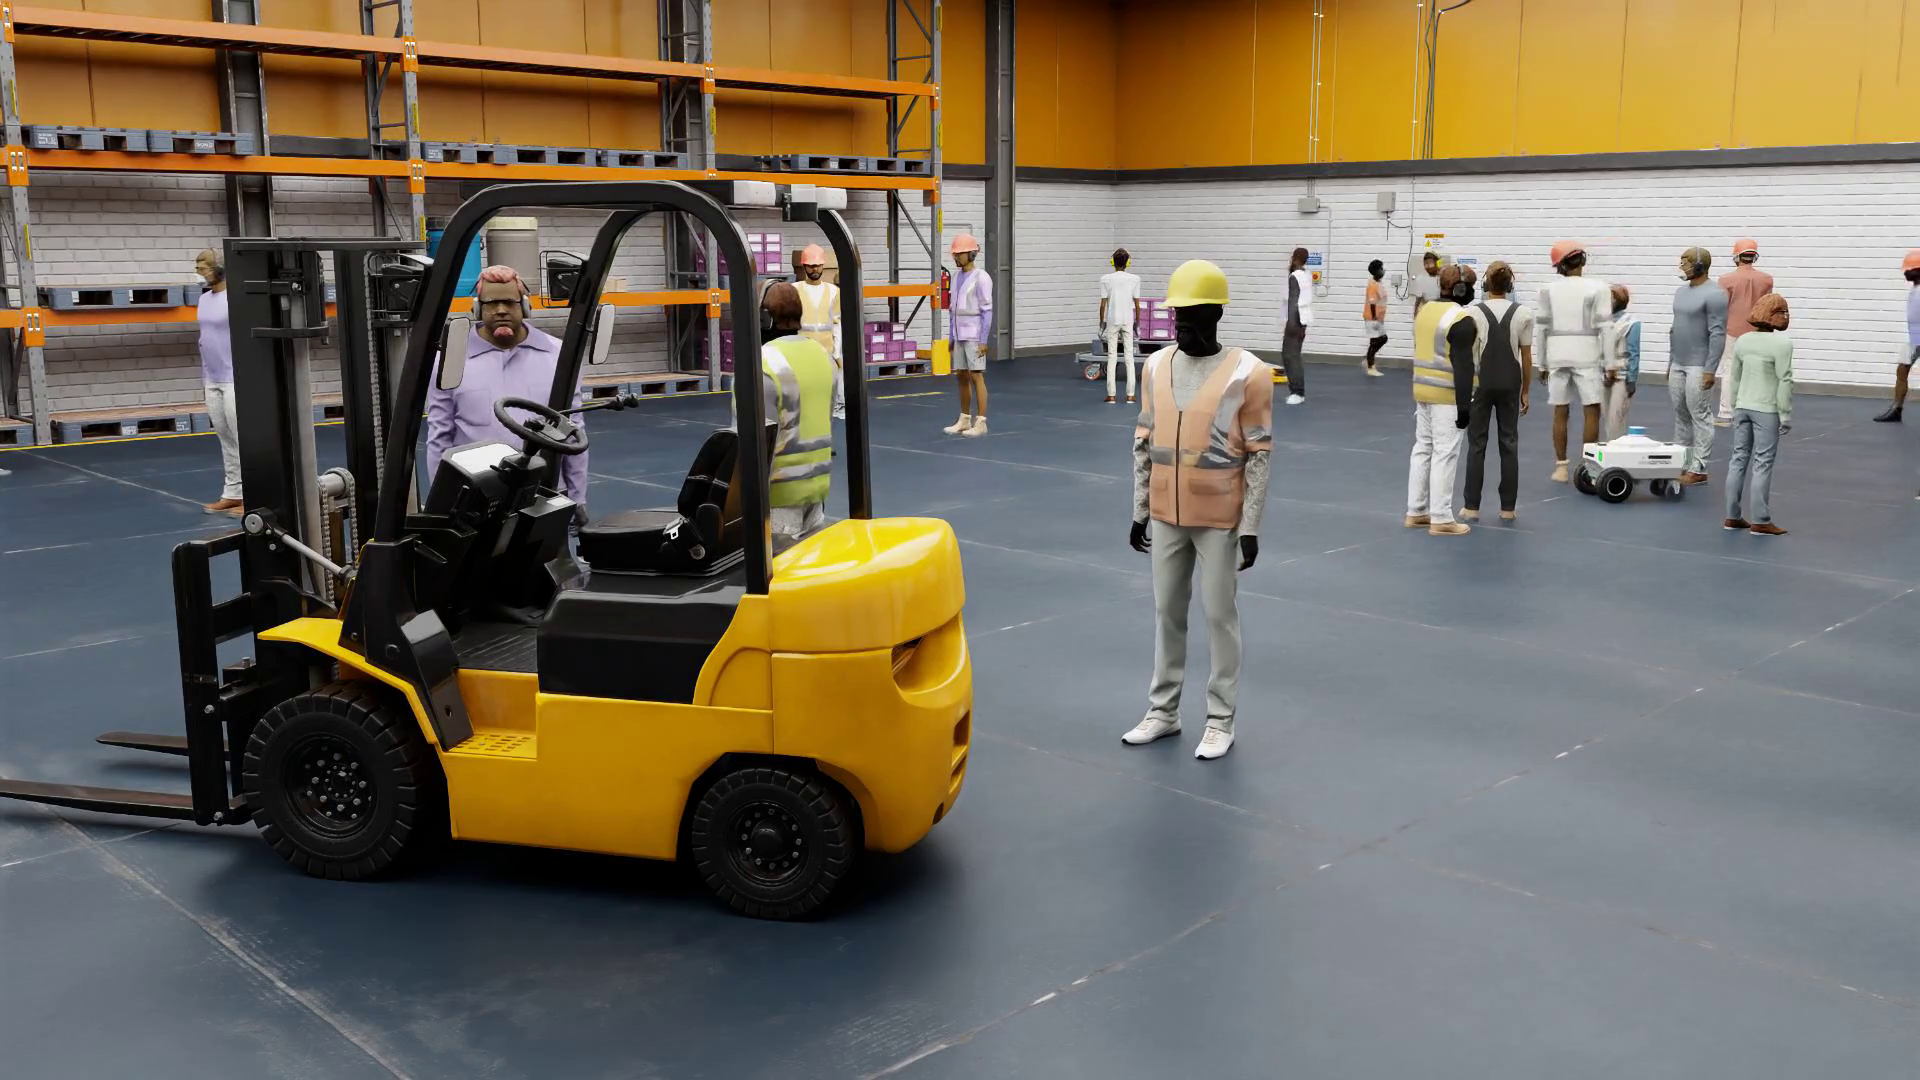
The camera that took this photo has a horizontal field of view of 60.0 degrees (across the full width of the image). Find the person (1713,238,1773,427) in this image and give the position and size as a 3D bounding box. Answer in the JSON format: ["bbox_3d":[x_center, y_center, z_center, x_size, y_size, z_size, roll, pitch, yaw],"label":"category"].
[{"bbox_3d":[8.264,-2.194,17.632,0.623,1.992,0.396,-1,10,-4],"label":"person"}]

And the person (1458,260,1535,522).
[{"bbox_3d":[3.768,-1.042,11.757,0.504,1.847,0.345,2,11,9],"label":"person"}]

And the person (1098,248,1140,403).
[{"bbox_3d":[1.923,-2.584,20.102,0.512,1.872,0.330,0,10,1],"label":"person"}]

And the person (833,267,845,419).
[{"bbox_3d":[-1.264,-2.217,18.451,0.312,1.741,0.487,-4,11,-19],"label":"person"}]

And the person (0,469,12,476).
[{"bbox_3d":[-8.301,-1.424,13.838,0.566,1.846,0.387,2,11,11],"label":"person"}]

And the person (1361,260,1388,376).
[{"bbox_3d":[5.956,-3.178,23.926,0.375,1.673,0.591,6,12,31],"label":"person"}]

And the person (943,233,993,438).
[{"bbox_3d":[0.059,-2.047,16.708,0.396,2.038,0.615,-7,13,-34],"label":"person"}]

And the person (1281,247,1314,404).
[{"bbox_3d":[4.093,-2.595,20.187,0.350,1.878,0.742,5,11,25],"label":"person"}]

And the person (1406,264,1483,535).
[{"bbox_3d":[3.311,-0.951,11.318,0.432,1.835,0.619,-2,11,-13],"label":"person"}]

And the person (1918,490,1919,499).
[{"bbox_3d":[7.745,-1.226,12.787,0.830,1.837,0.563,-5,11,-25],"label":"person"}]

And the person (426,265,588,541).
[{"bbox_3d":[-1.859,-0.173,6.883,0.641,1.902,0.402,-4,11,-21],"label":"person"}]

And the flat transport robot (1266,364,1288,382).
[{"bbox_3d":[4.045,-2.361,23.250,0.652,0.197,1.431,-1,11,-8],"label":"flat transport robot"}]

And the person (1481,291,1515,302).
[{"bbox_3d":[7.014,-2.742,21.674,0.509,1.613,0.499,-9,13,-39],"label":"person"}]

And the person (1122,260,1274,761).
[{"bbox_3d":[0.915,-0.113,6.467,0.585,1.929,0.370,8,13,38],"label":"person"}]

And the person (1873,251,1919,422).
[{"bbox_3d":[10.485,-2.171,17.901,0.972,1.875,0.559,1,10,6],"label":"person"}]

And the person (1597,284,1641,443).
[{"bbox_3d":[5.511,-1.345,14.057,0.526,1.611,0.527,-4,11,-20],"label":"person"}]

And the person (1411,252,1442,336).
[{"bbox_3d":[6.270,-2.892,21.990,0.528,1.789,0.948,7,13,34],"label":"person"}]

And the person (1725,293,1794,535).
[{"bbox_3d":[5.444,-0.855,11.313,0.286,1.634,0.500,-3,11,-17],"label":"person"}]

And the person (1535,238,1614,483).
[{"bbox_3d":[5.037,-1.449,13.592,0.726,2.003,0.389,8,13,39],"label":"person"}]

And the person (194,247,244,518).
[{"bbox_3d":[-5.254,-1.126,11.966,0.632,1.936,0.359,8,13,38],"label":"person"}]

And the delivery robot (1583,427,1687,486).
[{"bbox_3d":[5.176,-0.628,12.766,0.707,0.478,0.477,0,10,-2],"label":"delivery robot"}]

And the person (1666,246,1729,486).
[{"bbox_3d":[5.943,-1.404,13.490,0.379,1.937,0.629,-1,10,-7],"label":"person"}]

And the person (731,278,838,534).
[{"bbox_3d":[-0.766,-0.182,7.084,0.429,1.841,0.633,5,11,25],"label":"person"}]

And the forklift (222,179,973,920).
[{"bbox_3d":[-1.114,-0.058,5.440,2.313,2.155,1.214,2,11,13],"label":"forklift"}]

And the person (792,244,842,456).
[{"bbox_3d":[-1.338,-1.724,15.223,0.542,1.939,0.364,-4,11,-20],"label":"person"}]
